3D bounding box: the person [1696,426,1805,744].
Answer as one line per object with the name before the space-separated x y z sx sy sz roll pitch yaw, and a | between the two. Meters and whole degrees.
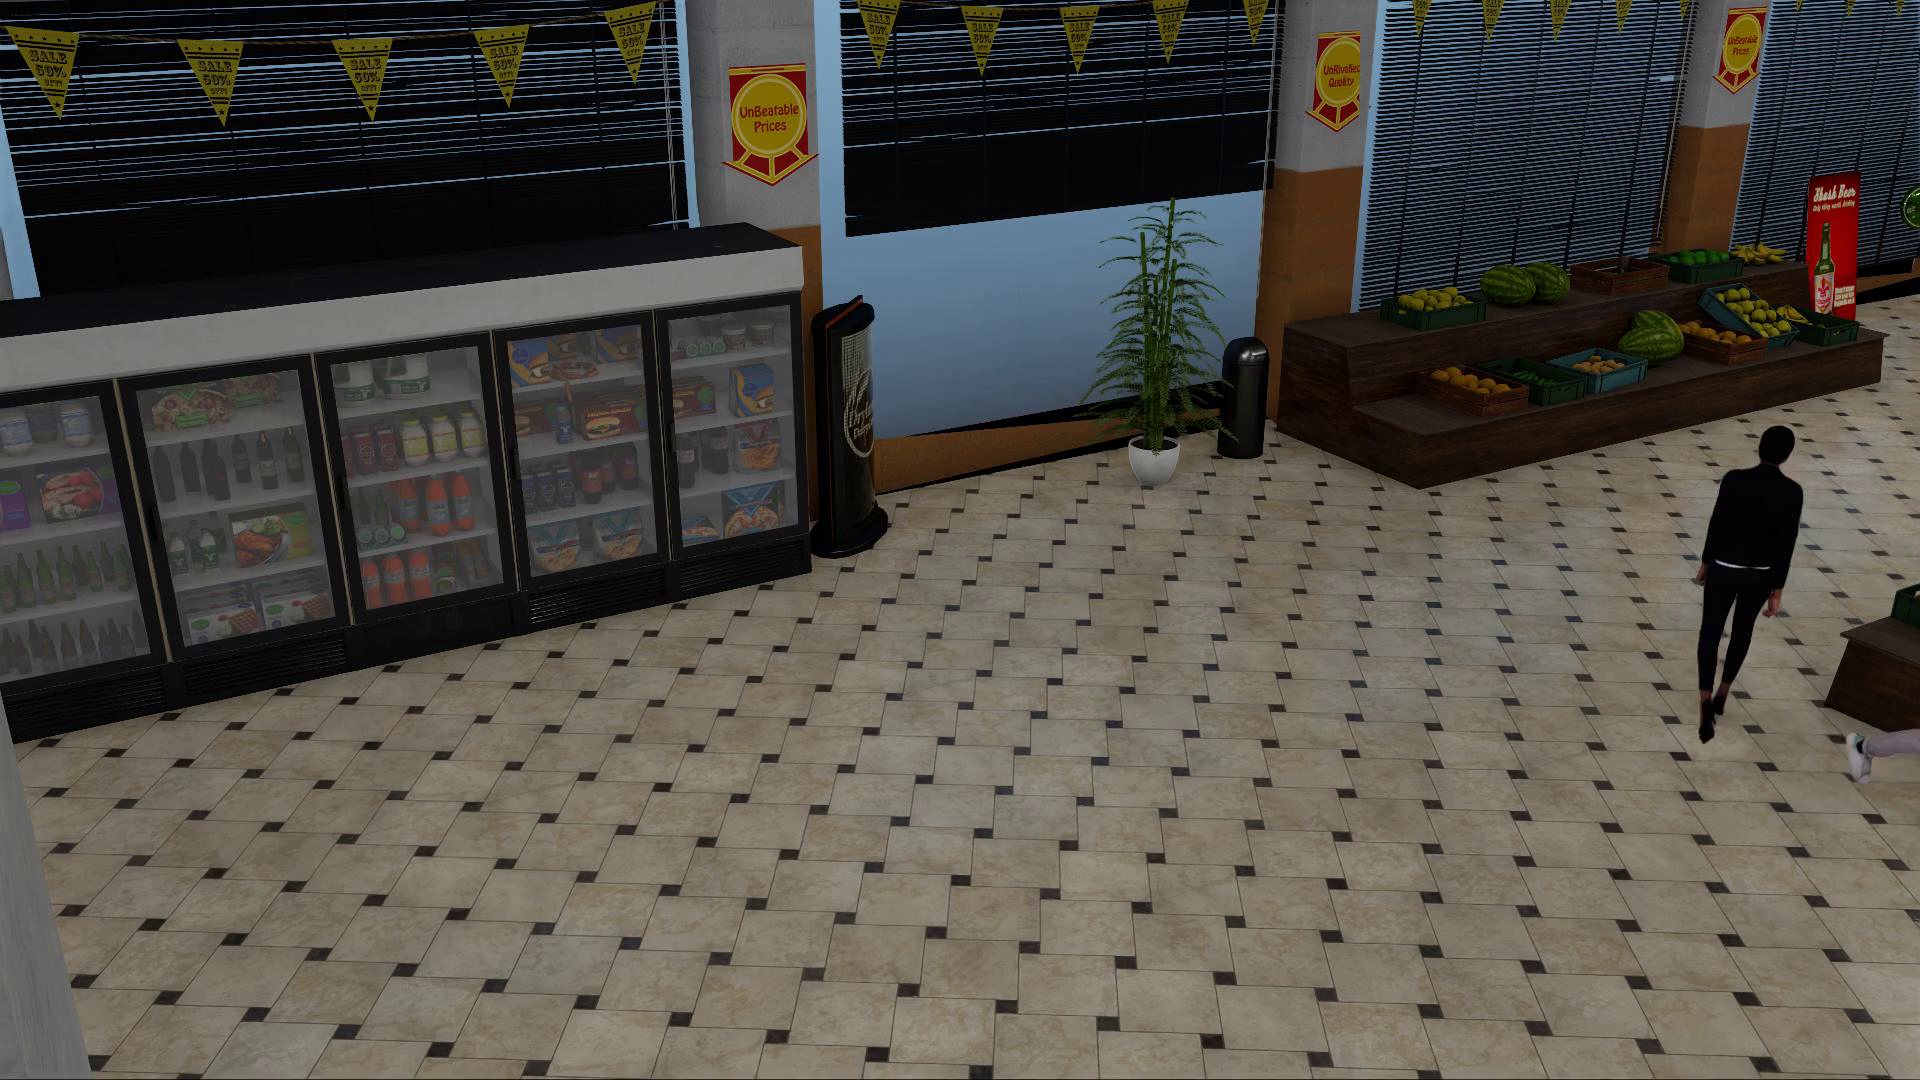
person | 4.237 0.283 9.058 1.002 1.807 1.149 10 24 23
